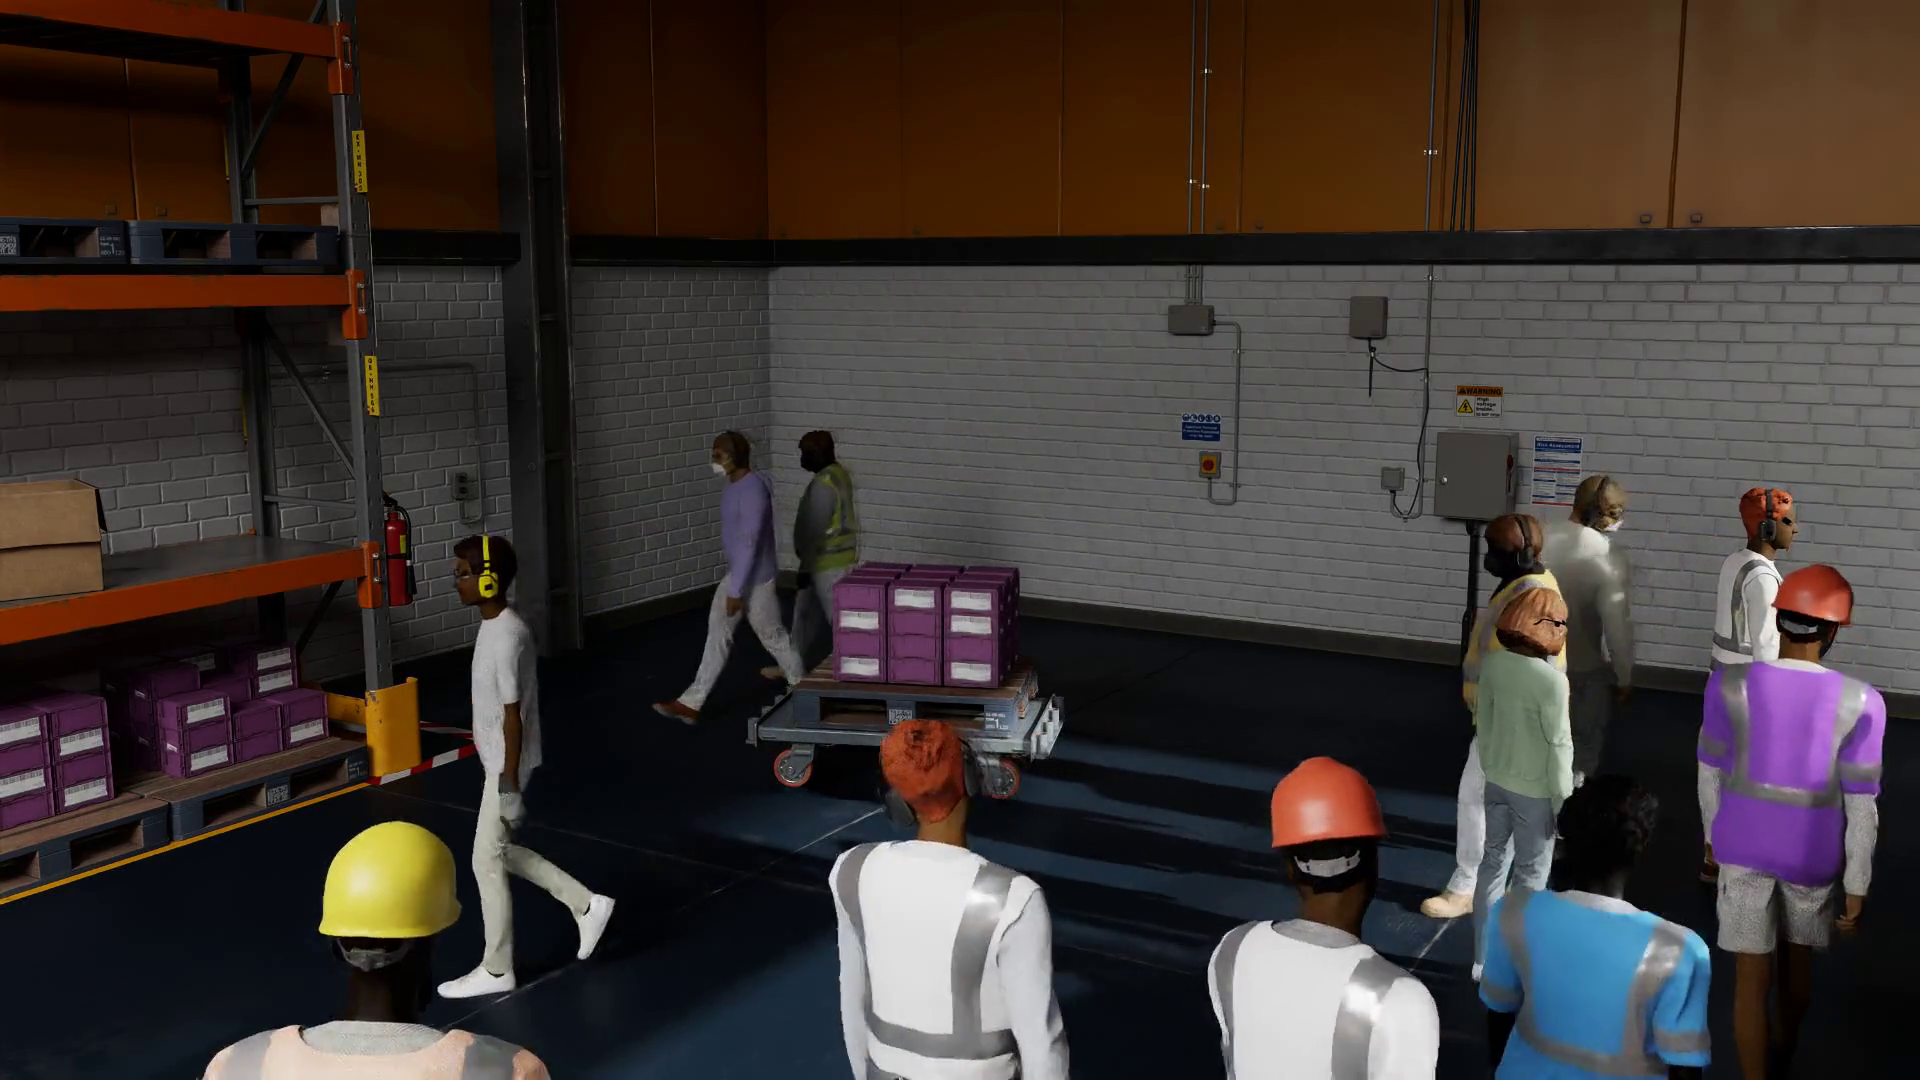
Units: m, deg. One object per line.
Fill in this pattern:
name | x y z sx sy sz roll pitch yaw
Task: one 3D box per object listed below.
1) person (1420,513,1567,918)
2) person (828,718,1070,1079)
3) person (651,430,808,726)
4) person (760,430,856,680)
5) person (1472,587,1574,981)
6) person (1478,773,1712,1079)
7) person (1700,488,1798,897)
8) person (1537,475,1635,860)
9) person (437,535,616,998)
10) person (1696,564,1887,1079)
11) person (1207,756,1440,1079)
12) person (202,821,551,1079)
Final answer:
person | 2.365 0.773 7.295 0.537 1.818 0.711 4 10 22
person | 0.003 1.330 3.748 0.704 1.853 0.357 7 11 36
person | -1.370 0.251 10.357 1.062 1.876 0.637 -3 10 -20
person | -0.909 0.135 11.384 0.891 1.792 0.668 0 9 2
person | 2.215 0.988 6.521 0.279 1.633 0.499 -3 10 -19
person | 1.549 1.362 4.022 0.552 1.671 0.683 7 11 37
person | 3.586 0.703 7.526 0.355 1.882 0.575 2 9 10
person | 2.910 0.617 8.045 0.363 1.898 0.682 -5 11 -30
person | -1.734 0.880 6.520 0.618 1.854 0.544 -2 9 -15
person | 2.738 1.016 5.558 0.545 1.881 0.907 4 10 25
person | 0.745 1.381 3.270 0.664 1.884 0.594 -7 12 -39
person | -0.988 1.423 2.939 0.631 1.904 0.614 0 9 -1
